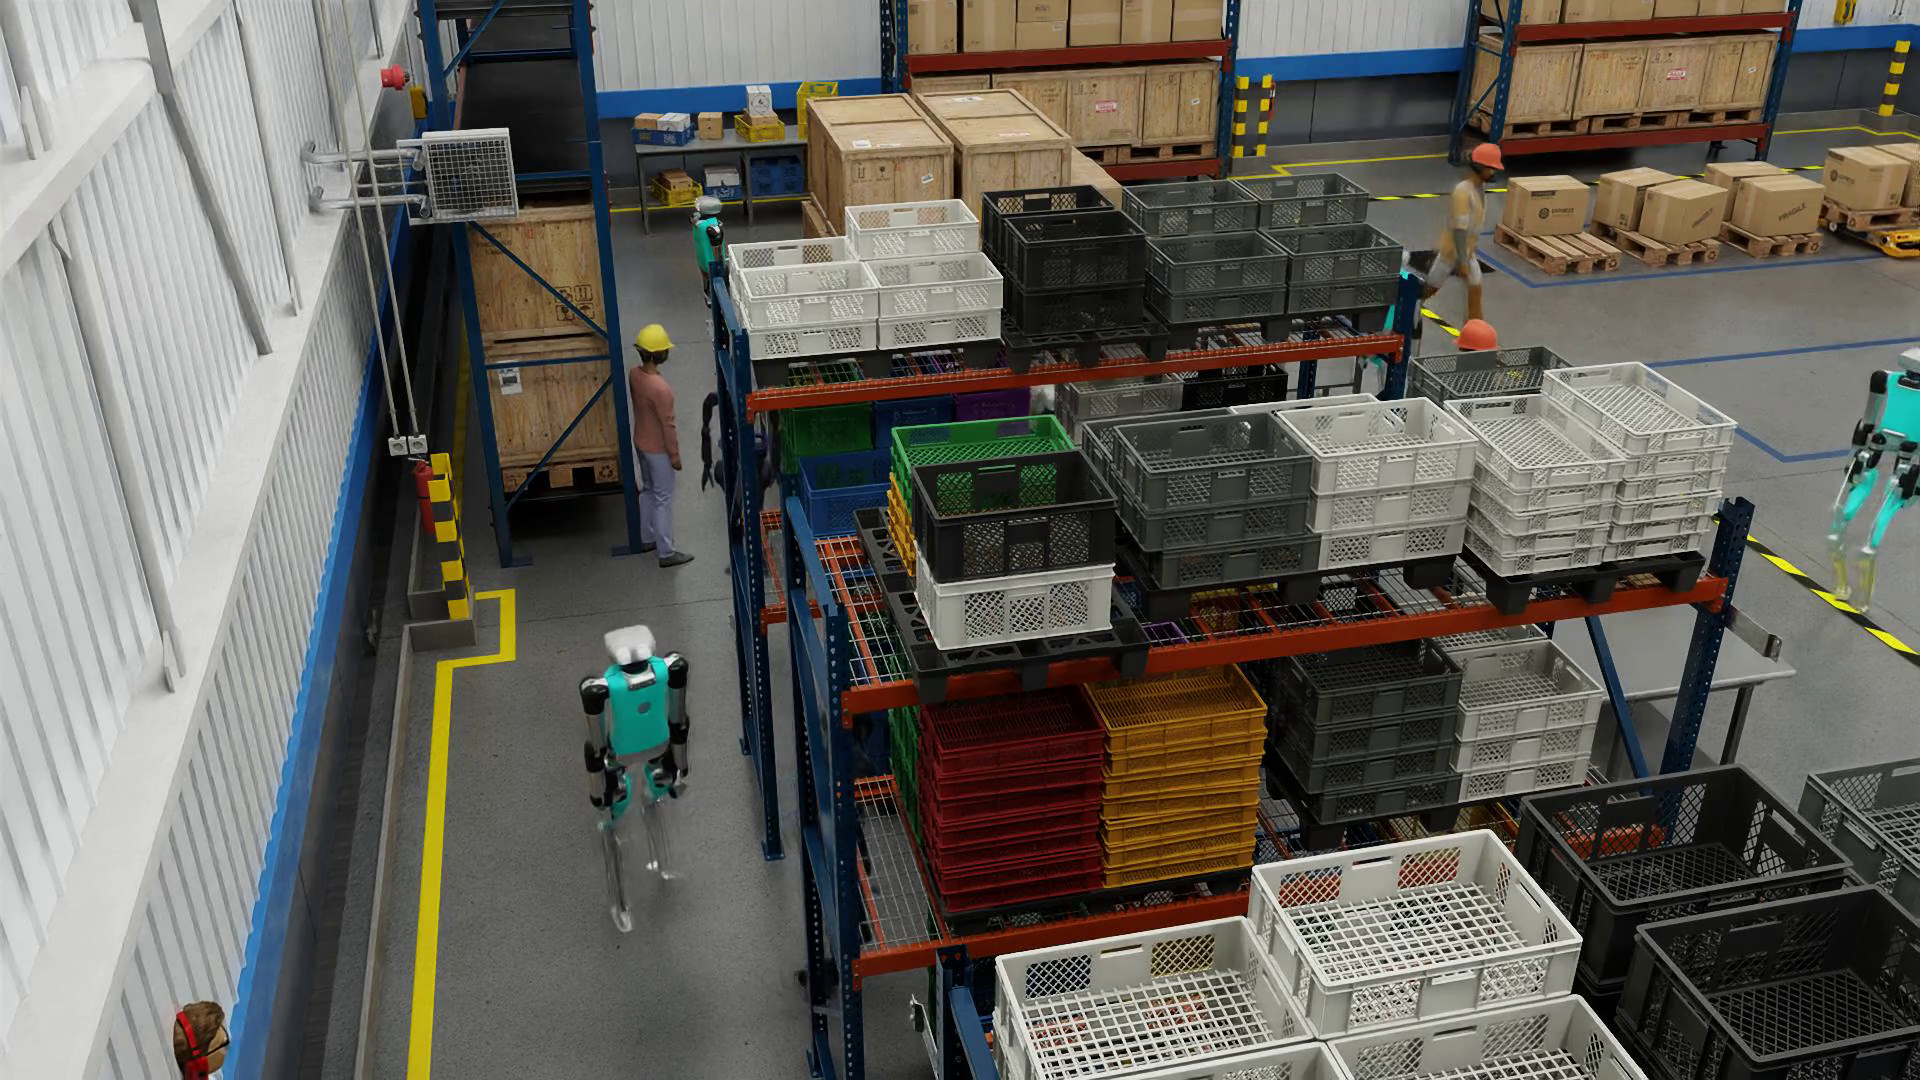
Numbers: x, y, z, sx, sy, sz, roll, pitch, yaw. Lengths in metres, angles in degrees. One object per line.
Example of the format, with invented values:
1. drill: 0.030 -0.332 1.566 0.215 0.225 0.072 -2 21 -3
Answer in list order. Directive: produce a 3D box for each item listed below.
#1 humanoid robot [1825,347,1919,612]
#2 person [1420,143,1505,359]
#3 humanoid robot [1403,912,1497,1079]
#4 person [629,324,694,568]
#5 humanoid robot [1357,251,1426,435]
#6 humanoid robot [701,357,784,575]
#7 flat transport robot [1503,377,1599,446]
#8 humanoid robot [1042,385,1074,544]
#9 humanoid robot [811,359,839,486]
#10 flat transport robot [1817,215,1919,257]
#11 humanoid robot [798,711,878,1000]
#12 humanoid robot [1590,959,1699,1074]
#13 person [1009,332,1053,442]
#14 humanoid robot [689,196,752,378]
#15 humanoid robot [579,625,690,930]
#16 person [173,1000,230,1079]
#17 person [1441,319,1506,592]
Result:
1. humanoid robot: 6.136 -0.355 11.178 0.810 1.795 0.535 -23 36 -37
2. person: 4.578 -2.672 15.293 1.098 1.981 0.630 21 35 35
3. humanoid robot: 1.906 2.124 6.503 0.312 1.646 0.613 -6 28 -11
4. person: -2.121 -0.671 11.725 0.339 1.761 0.529 -18 33 -31
5. humanoid robot: 3.489 -1.575 13.451 0.539 1.717 1.012 14 31 24
6. humanoid robot: -1.500 -0.515 11.518 0.611 1.654 0.329 2 28 3
7. flat transport robot: 4.780 -1.036 14.013 0.659 0.231 1.431 -6 28 -12
8. humanoid robot: 0.398 -0.060 10.712 0.771 1.901 0.575 -7 29 -13
9. humanoid robot: -0.884 -0.524 11.589 0.584 1.660 0.739 -13 30 -23
10. flat transport robot: 10.305 -3.504 18.665 0.652 0.197 1.431 -6 28 -12
11. humanoid robot: -0.587 1.454 7.777 0.390 1.647 0.596 -10 29 -18
12. humanoid robot: 2.649 2.168 6.425 0.323 1.651 0.601 -7 29 -14
13. person: 0.437 -0.630 11.567 0.506 1.836 0.332 22 35 35
14. humanoid robot: -1.942 -2.201 14.502 0.735 1.677 0.533 -15 31 -26
15. humanoid robot: -1.697 1.126 8.380 0.531 1.801 0.803 -17 32 -29
16. person: -2.592 2.389 5.836 0.390 1.836 0.563 -19 33 -32
17. person: 3.420 -0.574 11.346 0.372 1.934 0.550 23 35 37
